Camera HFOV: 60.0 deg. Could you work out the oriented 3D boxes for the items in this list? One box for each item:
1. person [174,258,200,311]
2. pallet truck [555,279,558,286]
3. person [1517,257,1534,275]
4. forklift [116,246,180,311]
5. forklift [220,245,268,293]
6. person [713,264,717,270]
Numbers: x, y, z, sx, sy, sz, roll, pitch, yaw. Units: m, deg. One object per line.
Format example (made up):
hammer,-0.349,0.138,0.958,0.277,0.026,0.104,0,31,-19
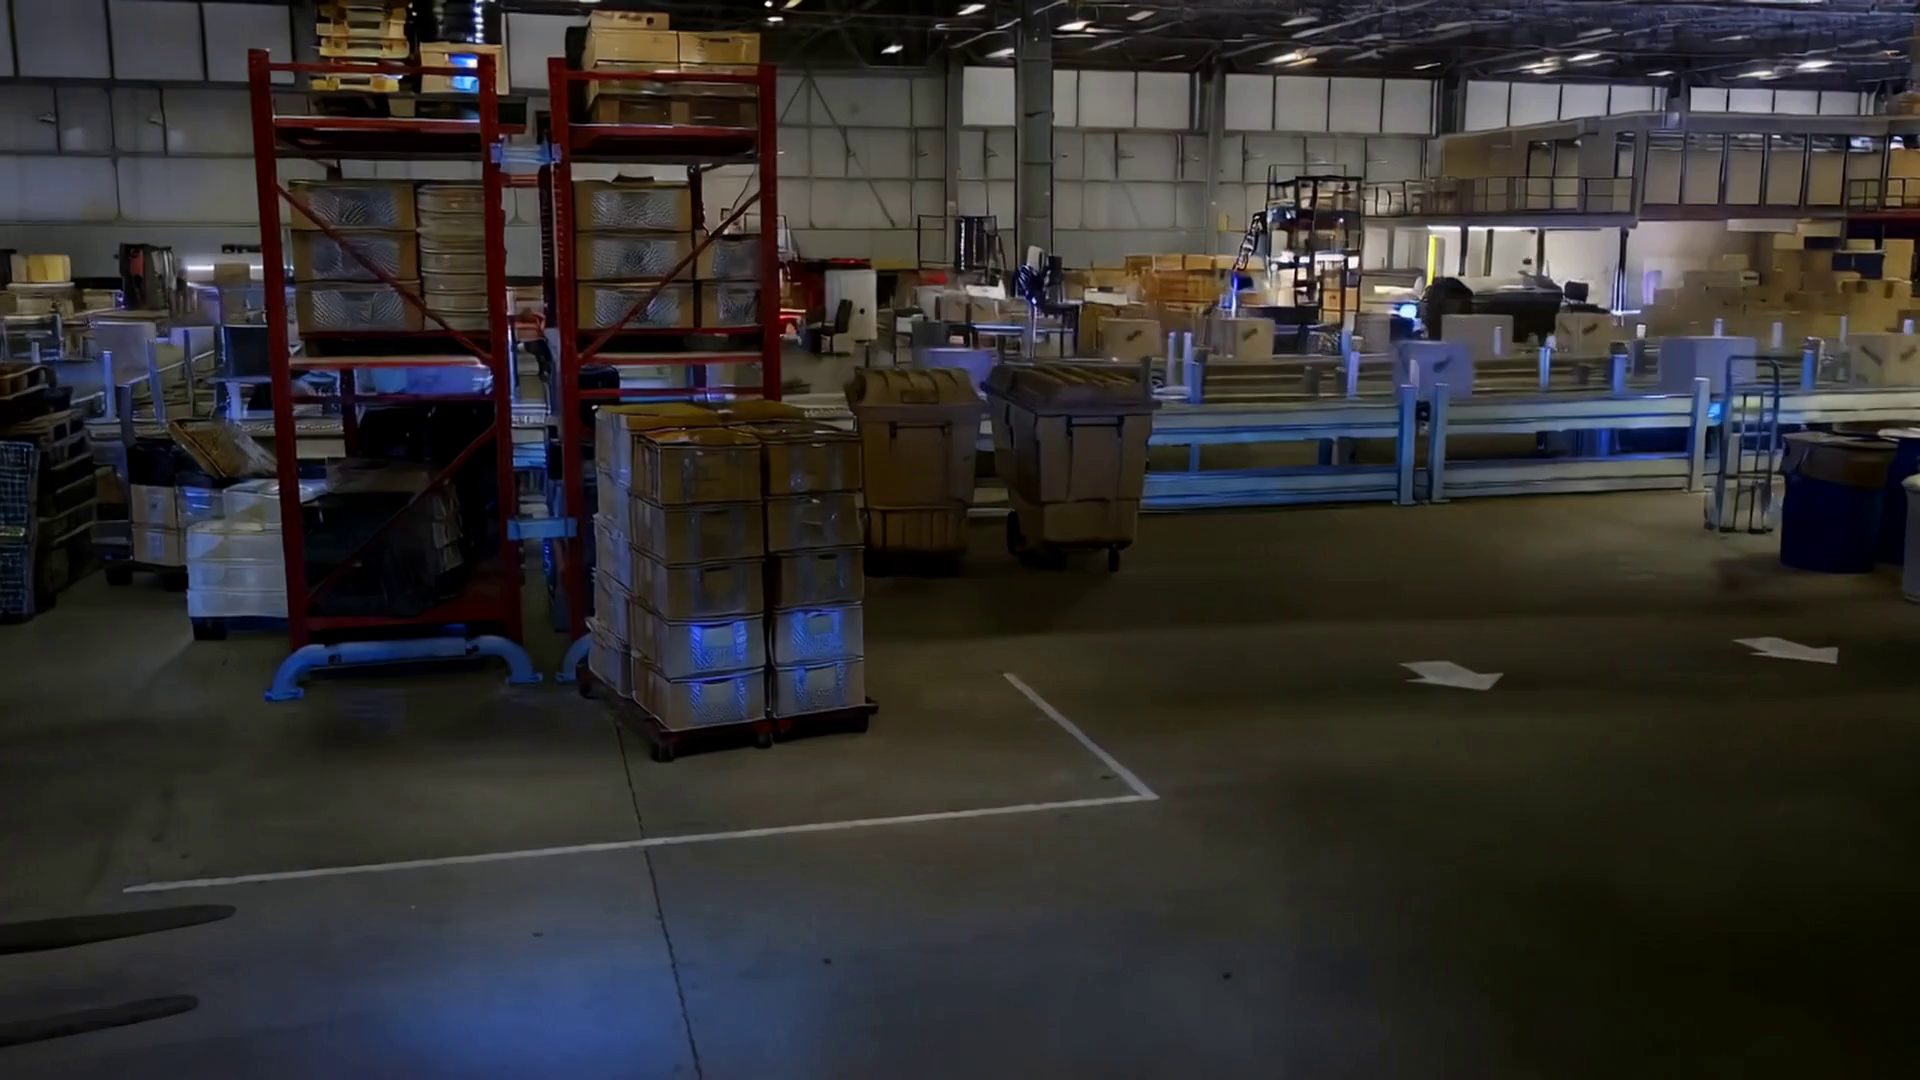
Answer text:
person,-15.768,-4.800,33.964,0.665,1.887,0.407,8,13,38
pallet truck,-10.604,-6.375,44.520,0.653,1.274,1.630,-3,10,-15
person,16.764,-7.497,49.439,0.534,1.810,0.688,-3,11,-18
forklift,-19.966,-6.232,40.894,1.157,1.987,2.680,-3,10,-15
forklift,-17.749,-6.334,41.440,1.157,1.987,2.680,-3,10,-17
person,-6.048,-5.973,40.334,0.655,1.979,0.710,-3,11,-19
